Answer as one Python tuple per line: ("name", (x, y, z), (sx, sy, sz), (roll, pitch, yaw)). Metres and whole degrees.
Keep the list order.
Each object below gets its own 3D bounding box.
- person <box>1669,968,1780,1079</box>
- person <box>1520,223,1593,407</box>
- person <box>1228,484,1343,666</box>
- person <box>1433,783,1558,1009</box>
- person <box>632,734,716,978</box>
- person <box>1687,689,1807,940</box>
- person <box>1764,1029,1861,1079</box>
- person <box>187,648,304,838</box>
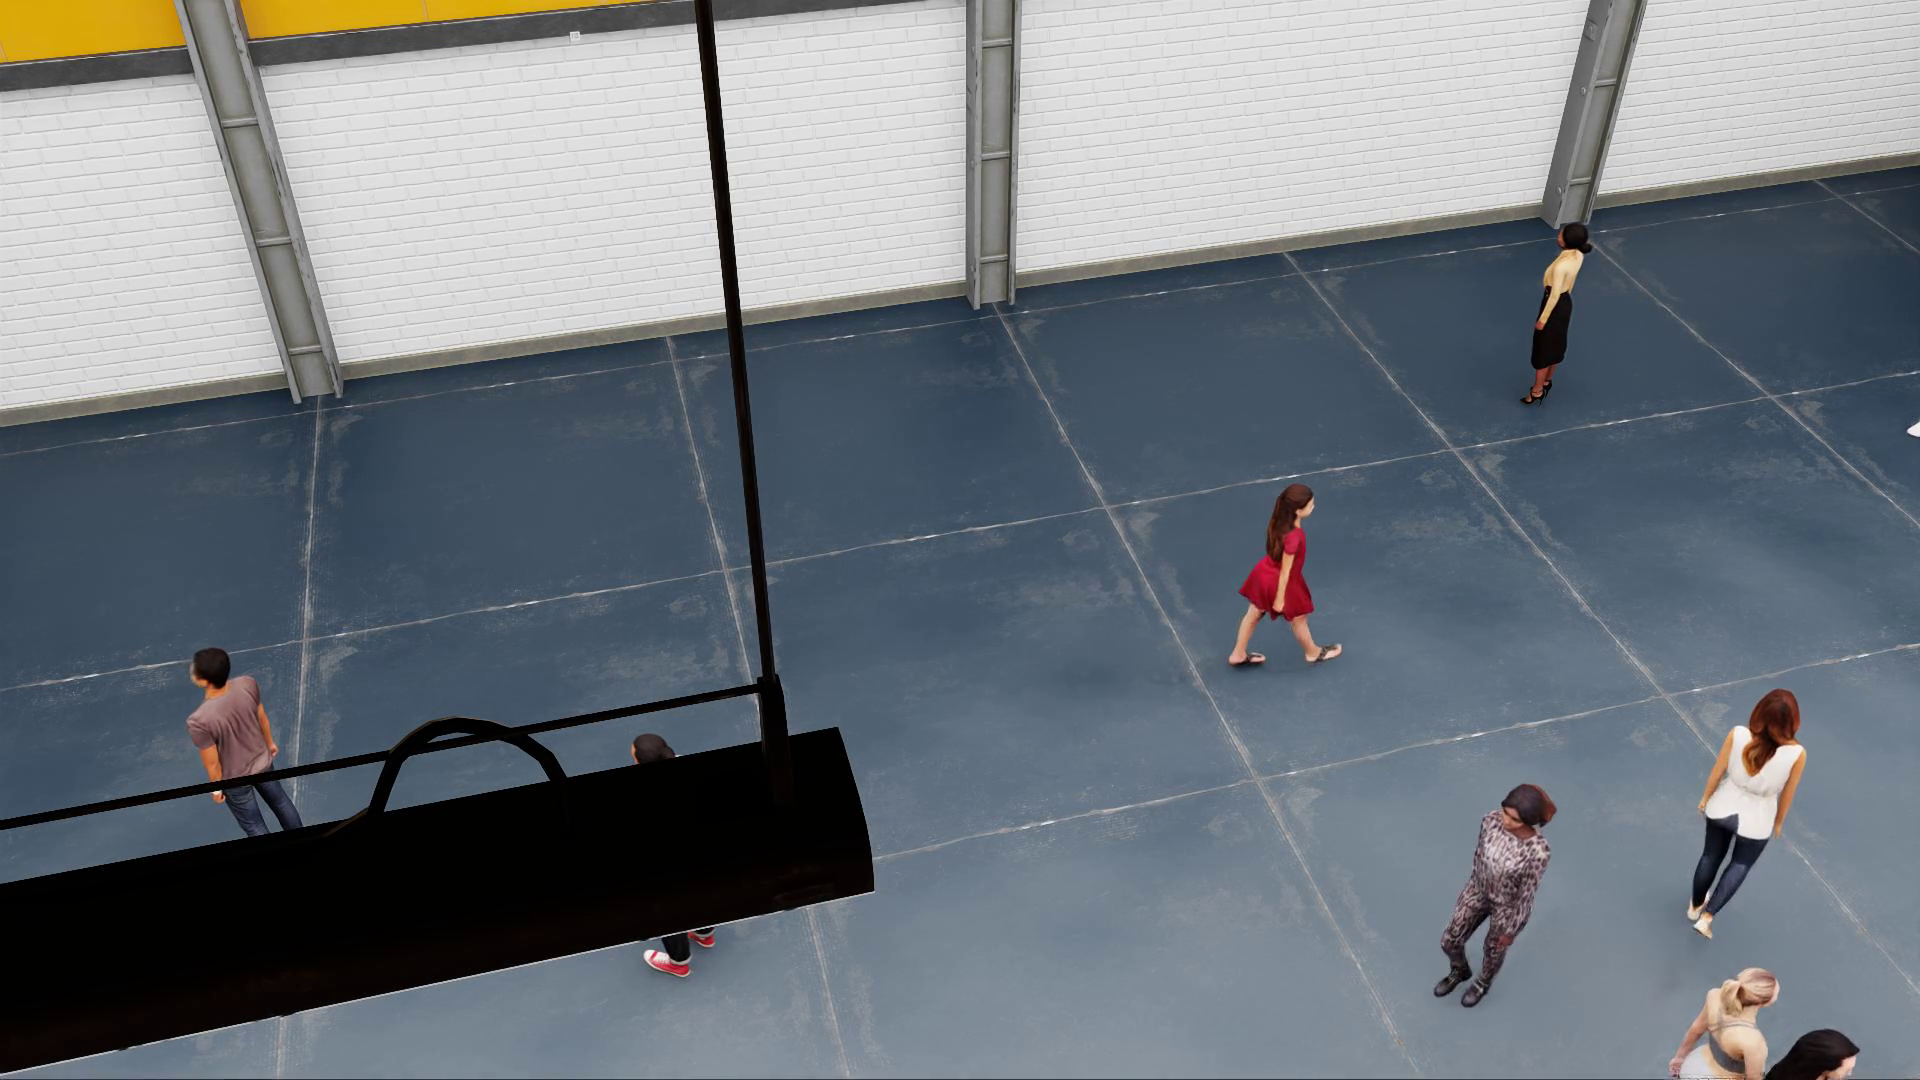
("person", (3.518, 2.658, 8.020), (0.999, 1.673, 0.669), (-3, 39, -4))
("person", (4.888, -1.859, 13.692), (0.726, 1.653, 0.640), (28, 47, 31))
("person", (2.058, 0.277, 11.127), (1.023, 1.517, 0.649), (-4, 39, -5))
("person", (2.955, 1.906, 8.940), (0.745, 1.701, 0.683), (-27, 46, -29))
("person", (-1.601, 1.719, 9.127), (0.804, 1.759, 0.775), (14, 41, 17))
("person", (4.330, 1.591, 9.278), (0.804, 1.771, 0.878), (26, 45, 28))
("person", (3.704, 2.798, 7.886), (1.024, 1.622, 1.011), (26, 45, 29))
("person", (-4.135, 1.307, 9.625), (0.758, 1.781, 0.710), (18, 42, 21))
